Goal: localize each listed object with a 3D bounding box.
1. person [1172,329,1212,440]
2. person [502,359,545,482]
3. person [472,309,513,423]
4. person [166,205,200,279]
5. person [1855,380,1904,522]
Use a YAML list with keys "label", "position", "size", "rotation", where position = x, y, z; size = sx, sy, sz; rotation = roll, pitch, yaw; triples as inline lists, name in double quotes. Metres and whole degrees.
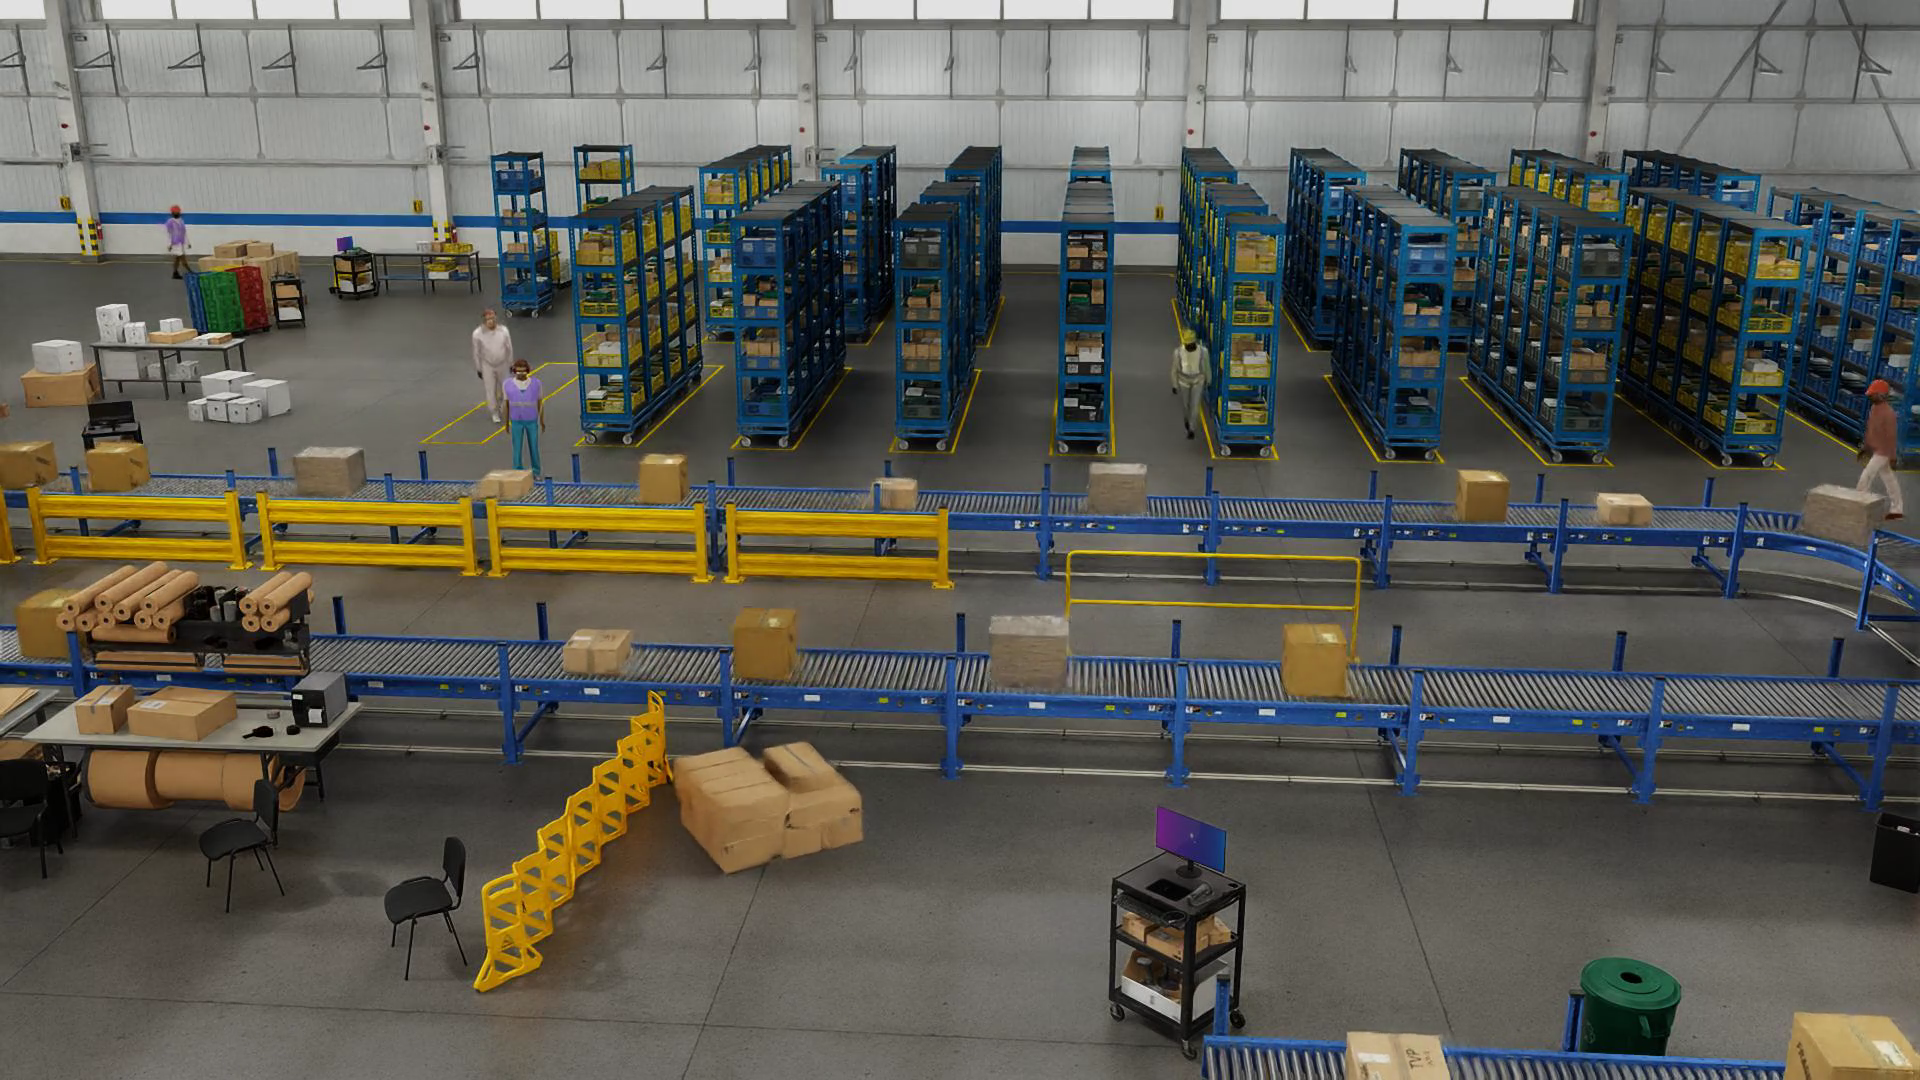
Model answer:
- label: "person"
  position: [3.741, -2.567, 26.820]
  size: [0.622, 1.775, 0.915]
  rotation: [5, 18, 14]
- label: "person"
  position: [-6.278, -1.712, 23.983]
  size: [0.563, 1.839, 0.388]
  rotation: [-5, 18, -16]
- label: "person"
  position: [-7.744, -2.903, 27.673]
  size: [0.643, 1.897, 0.450]
  rotation: [-9, 20, -28]
- label: "person"
  position: [-19.917, -7.607, 42.598]
  size: [0.957, 1.888, 0.569]
  rotation: [4, 18, 12]
- label: "person"
  position: [12.224, -1.170, 22.134]
  size: [0.993, 1.932, 0.595]
  rotation: [4, 18, 14]
